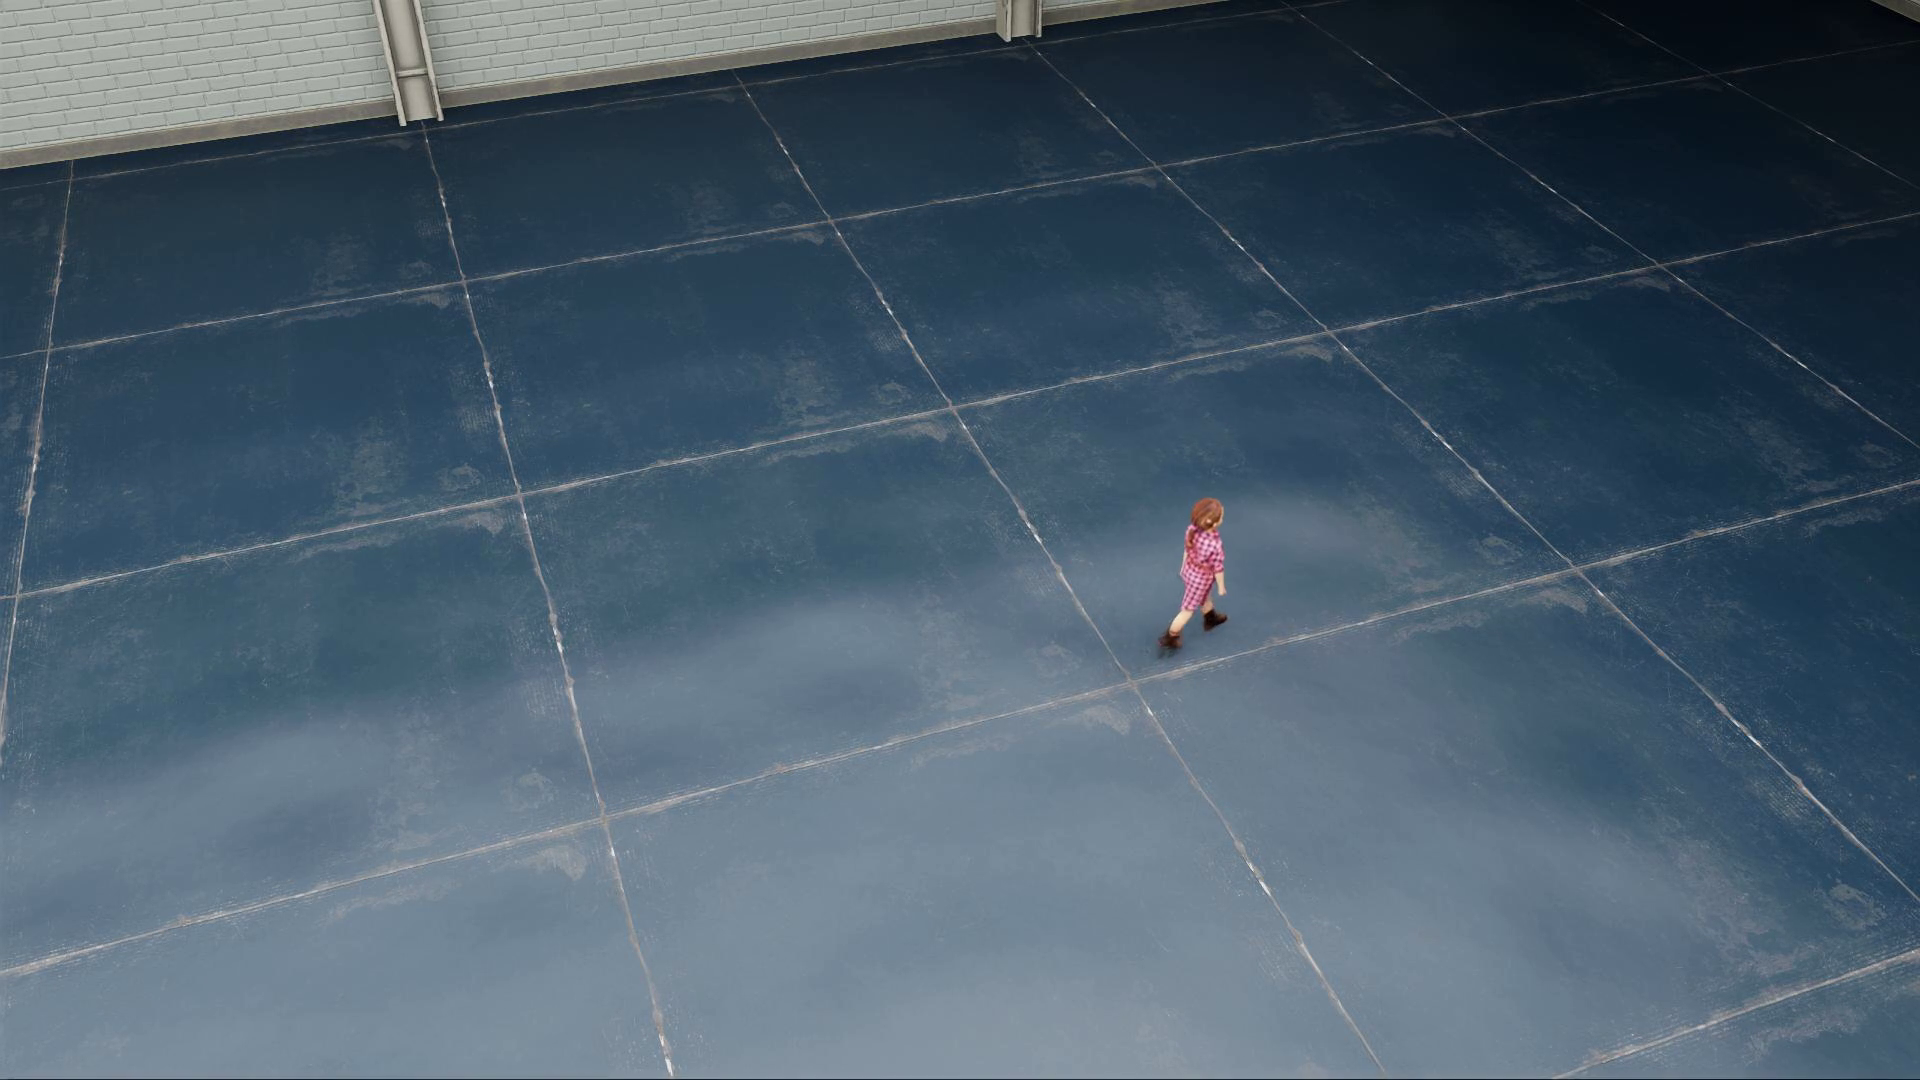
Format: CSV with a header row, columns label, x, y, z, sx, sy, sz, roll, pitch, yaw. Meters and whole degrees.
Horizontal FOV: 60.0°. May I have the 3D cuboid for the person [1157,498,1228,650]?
label,x,y,z,sx,sy,sz,roll,pitch,yaw
person,1.322,0.202,9.381,0.780,1.012,0.538,-22,43,-26
